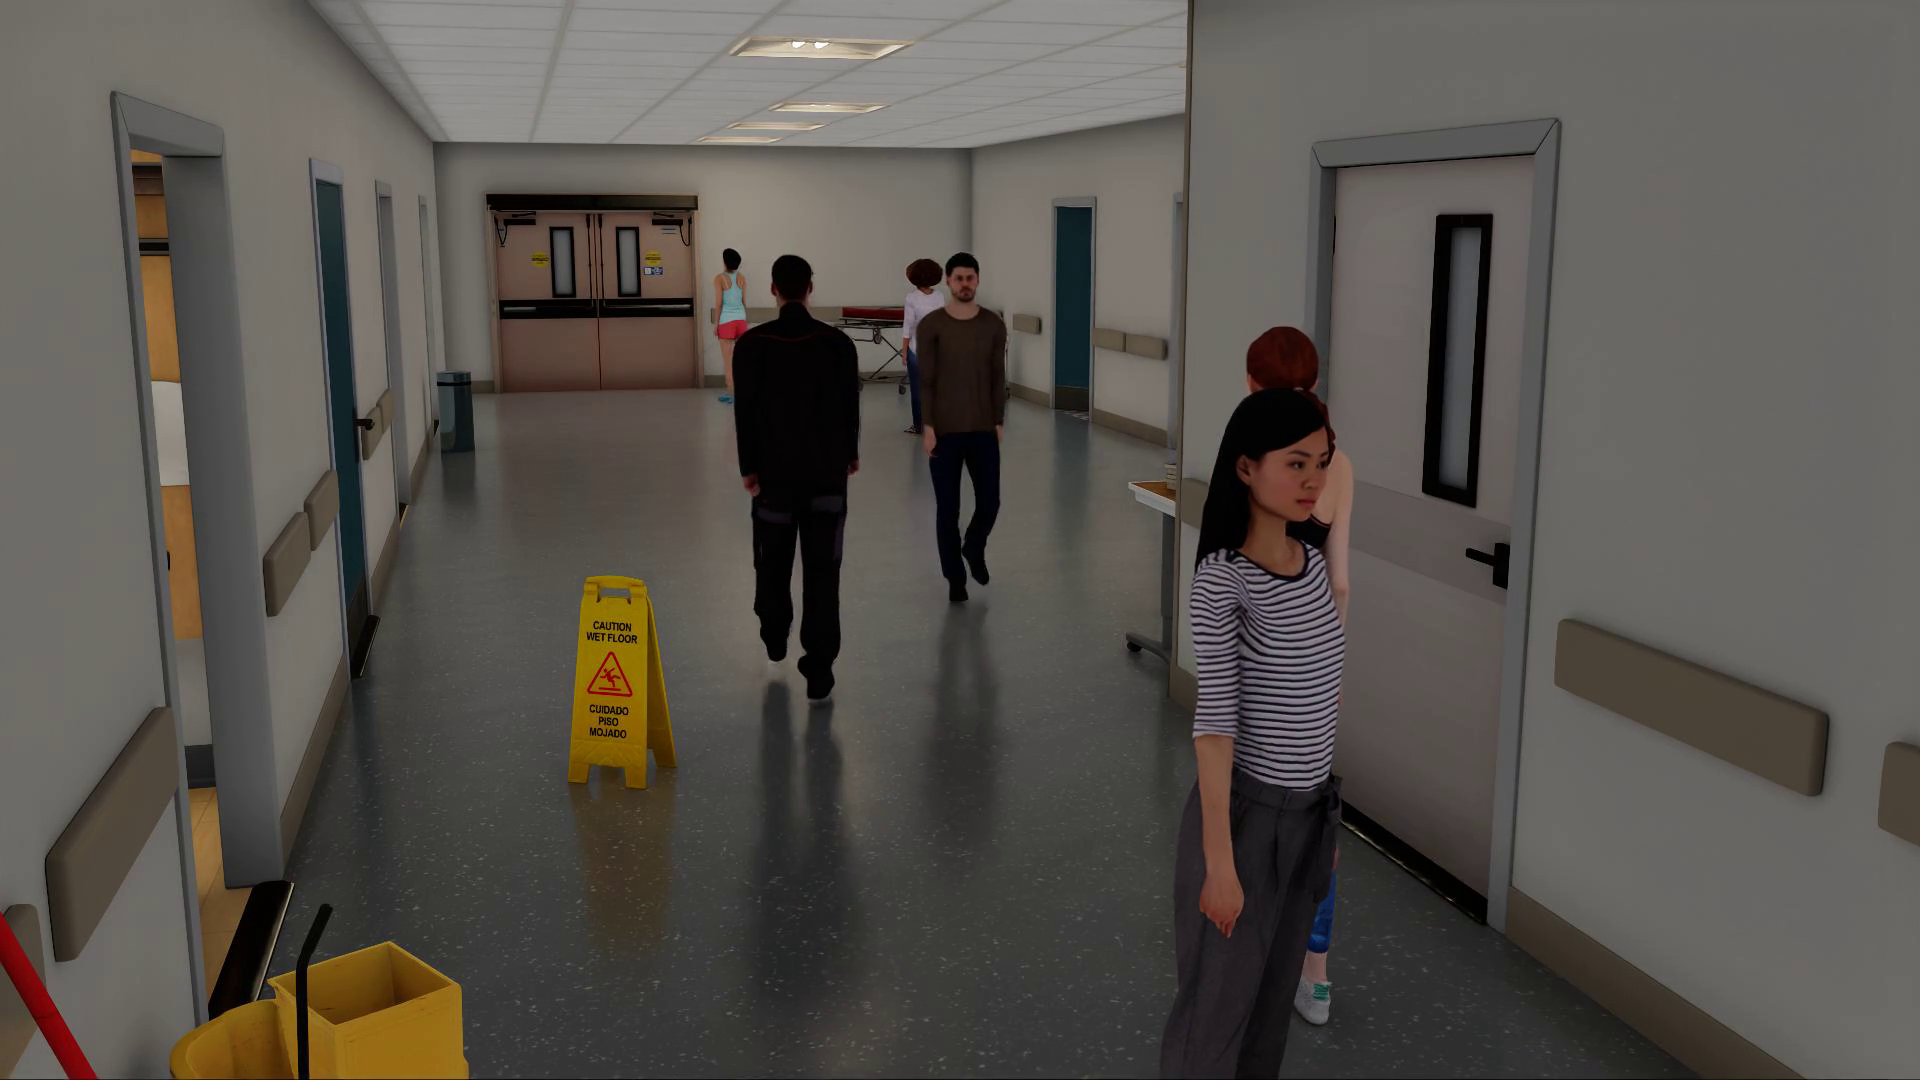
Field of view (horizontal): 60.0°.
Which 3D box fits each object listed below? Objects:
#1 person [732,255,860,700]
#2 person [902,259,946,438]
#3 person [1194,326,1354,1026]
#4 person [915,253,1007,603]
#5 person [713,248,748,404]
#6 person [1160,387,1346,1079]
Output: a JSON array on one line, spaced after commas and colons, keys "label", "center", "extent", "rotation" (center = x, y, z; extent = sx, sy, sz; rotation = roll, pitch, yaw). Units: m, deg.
[{"label": "person", "center": [-0.681, -0.242, 7.149], "extent": [0.876, 1.863, 1.202], "rotation": [0, 11, 0]}, {"label": "person", "center": [-0.342, -1.881, 16.188], "extent": [0.692, 1.713, 0.681], "rotation": [-6, 12, -27]}, {"label": "person", "center": [0.783, 0.361, 4.183], "extent": [0.600, 1.784, 0.587], "rotation": [-4, 12, -22]}, {"label": "person", "center": [-0.002, -0.616, 9.071], "extent": [0.686, 1.880, 0.762], "rotation": [-2, 11, -9]}, {"label": "person", "center": [-2.631, -2.474, 19.175], "extent": [0.662, 1.765, 0.683], "rotation": [-8, 13, -36]}, {"label": "person", "center": [0.558, 0.567, 3.224], "extent": [0.713, 1.736, 0.681], "rotation": [8, 14, 37]}]
